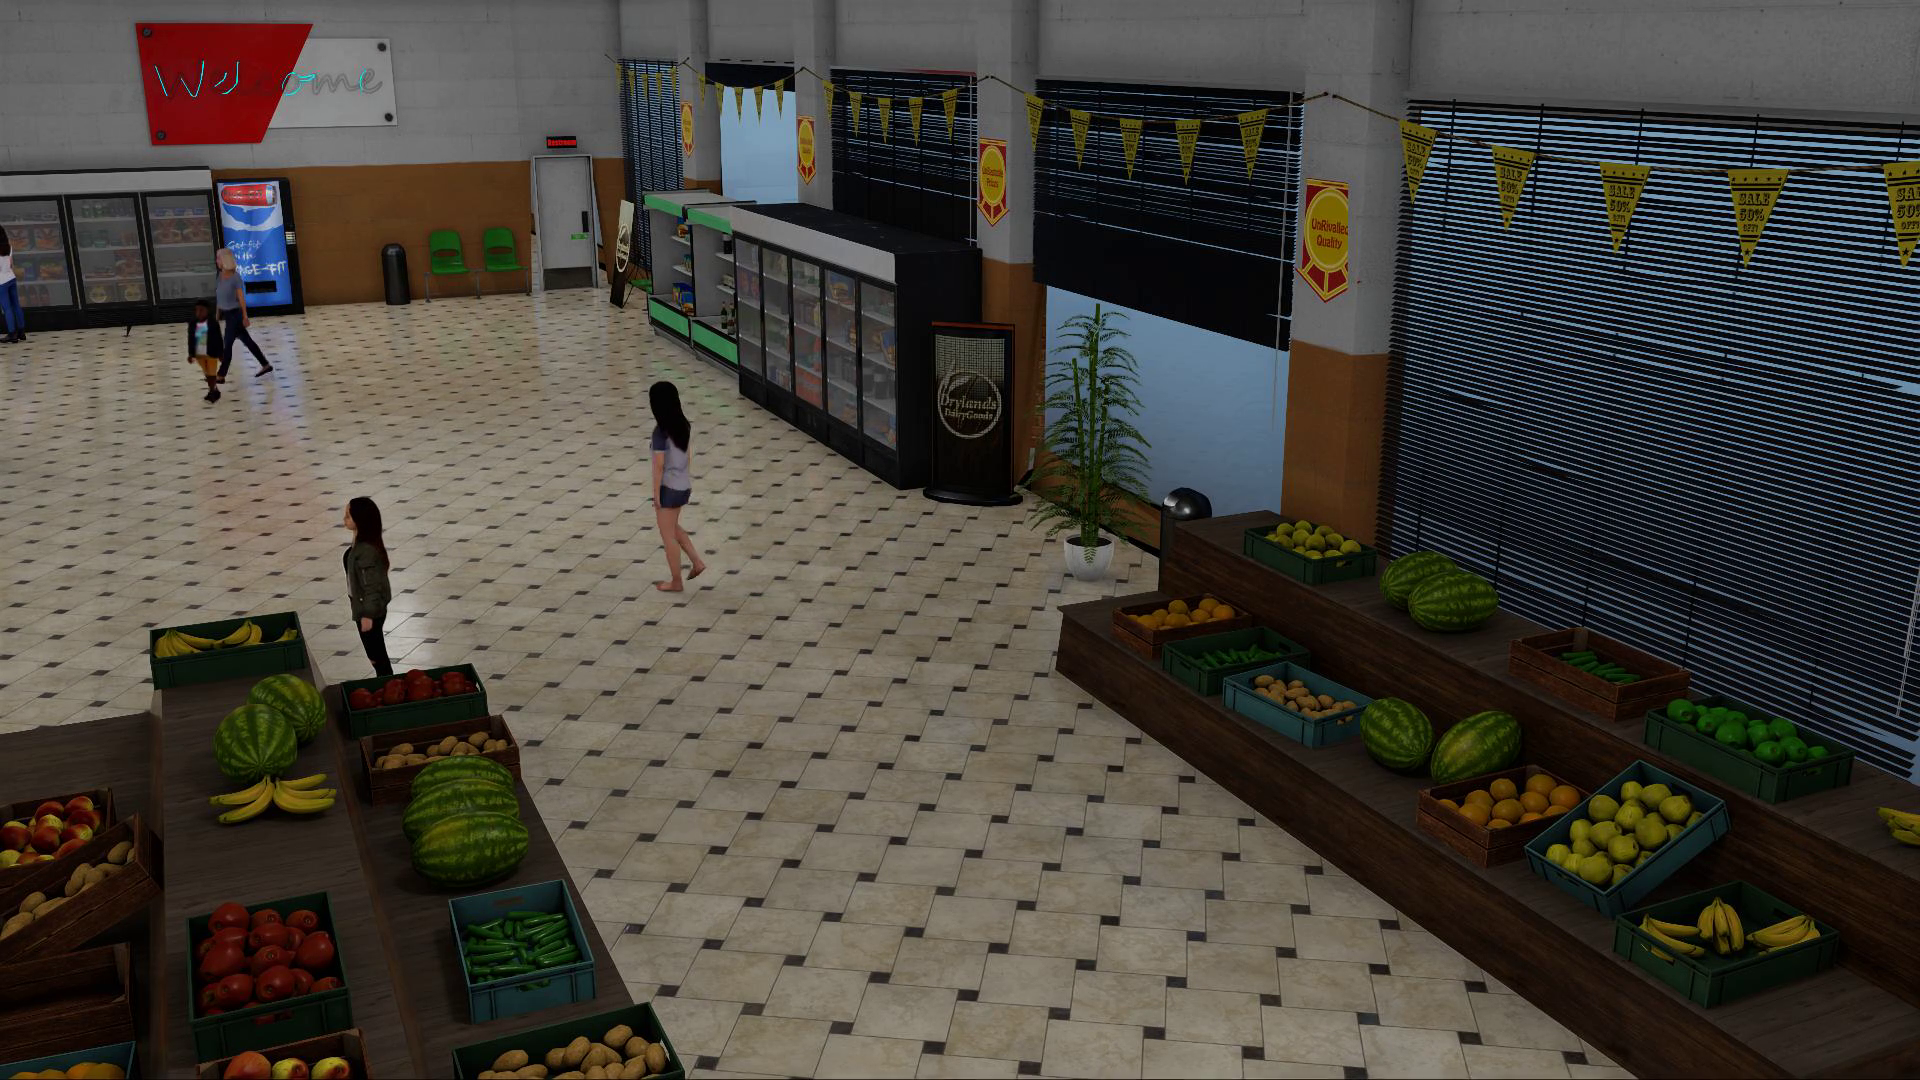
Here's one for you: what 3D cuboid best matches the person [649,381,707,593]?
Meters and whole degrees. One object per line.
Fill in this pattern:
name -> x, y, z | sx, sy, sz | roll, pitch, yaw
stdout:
person -> -2.198, -0.405, 13.076 | 0.818, 1.699, 0.758 | 6, 18, 20

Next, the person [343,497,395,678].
person -> -3.790, 0.437, 10.686 | 0.635, 1.475, 0.445 | -7, 18, -22

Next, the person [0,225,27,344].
person -> -13.692, -3.668, 23.846 | 0.743, 1.684, 0.627 | 1, 17, 5

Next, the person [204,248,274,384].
person -> -9.117, -2.823, 21.083 | 1.178, 1.673, 1.027 | 13, 21, 36

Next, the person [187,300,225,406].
person -> -9.018, -2.254, 19.948 | 0.696, 1.243, 0.896 | -1, 17, -4
